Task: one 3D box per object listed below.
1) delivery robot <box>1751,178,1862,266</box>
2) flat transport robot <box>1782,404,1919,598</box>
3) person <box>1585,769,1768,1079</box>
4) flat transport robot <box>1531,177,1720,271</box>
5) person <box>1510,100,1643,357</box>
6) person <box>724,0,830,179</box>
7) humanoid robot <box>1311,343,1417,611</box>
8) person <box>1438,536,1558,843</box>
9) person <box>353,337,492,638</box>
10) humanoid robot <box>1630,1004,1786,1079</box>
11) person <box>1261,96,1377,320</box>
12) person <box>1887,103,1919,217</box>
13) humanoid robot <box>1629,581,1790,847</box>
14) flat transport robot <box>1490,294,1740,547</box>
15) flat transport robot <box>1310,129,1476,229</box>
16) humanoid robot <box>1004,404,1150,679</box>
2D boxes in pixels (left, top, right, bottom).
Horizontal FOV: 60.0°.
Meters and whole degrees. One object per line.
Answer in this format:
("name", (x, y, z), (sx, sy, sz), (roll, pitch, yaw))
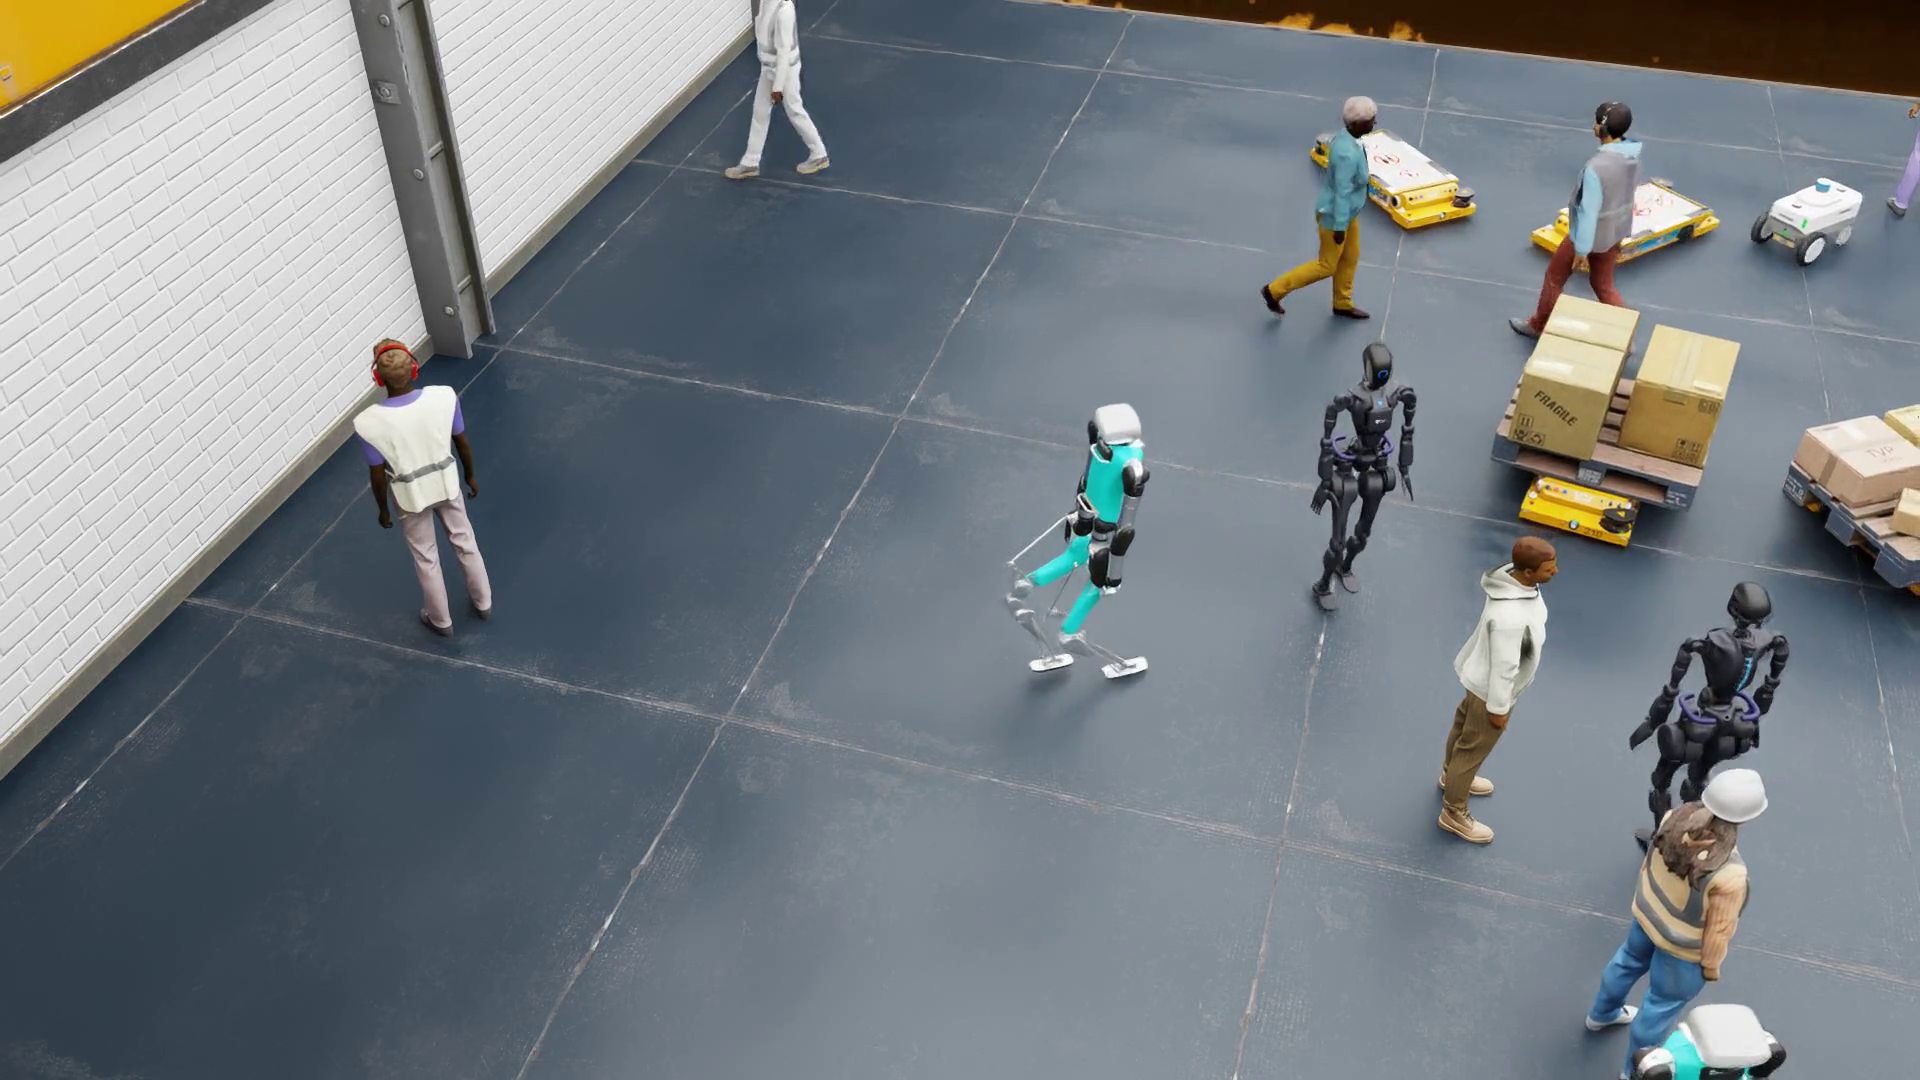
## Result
("delivery robot", (6.595, -2.503, 12.890), (0.781, 0.595, 0.499), (-20, 43, -24))
("flat transport robot", (5.751, -0.042, 10.056), (0.659, 0.231, 1.431), (-11, 40, -14))
("person", (2.955, 1.585, 6.876), (0.376, 1.722, 0.498), (-8, 39, -10))
("flat transport robot", (5.255, -2.482, 13.092), (1.431, 0.231, 0.659), (-21, 43, -24))
("person", (4.367, -2.074, 11.330), (0.542, 1.844, 0.870), (-23, 44, -26))
("person", (-1.500, -3.807, 13.489), (0.887, 1.841, 0.587), (-16, 42, -19))
("humanoid robot", (2.283, -0.350, 9.317), (0.589, 1.653, 0.419), (-8, 40, -10))
("person", (2.539, 0.684, 7.958), (0.369, 1.767, 0.528), (10, 40, 12))
("person", (-2.899, -0.253, 9.061), (0.568, 1.842, 0.372), (-25, 45, -28))
("humanoid robot", (2.576, 2.457, 5.862), (0.531, 1.892, 0.758), (-7, 39, -9))
("person", (2.595, -2.306, 11.702), (0.746, 1.720, 0.541), (11, 40, 13))
("person", (7.736, -3.375, 12.950), (0.566, 1.836, 0.393), (11, 40, 14))
("humanoid robot", (3.496, 0.845, 7.840), (0.611, 1.658, 0.431), (-4, 39, -5))
("flat transport robot", (4.074, -0.505, 10.633), (0.659, 0.231, 1.431), (18, 42, 21))
("flat transport robot", (3.566, -3.016, 13.756), (0.659, 0.231, 1.431), (-15, 41, -18))
("humanoid robot", (0.595, 0.097, 8.721), (0.901, 1.770, 0.544), (-13, 41, -16))
